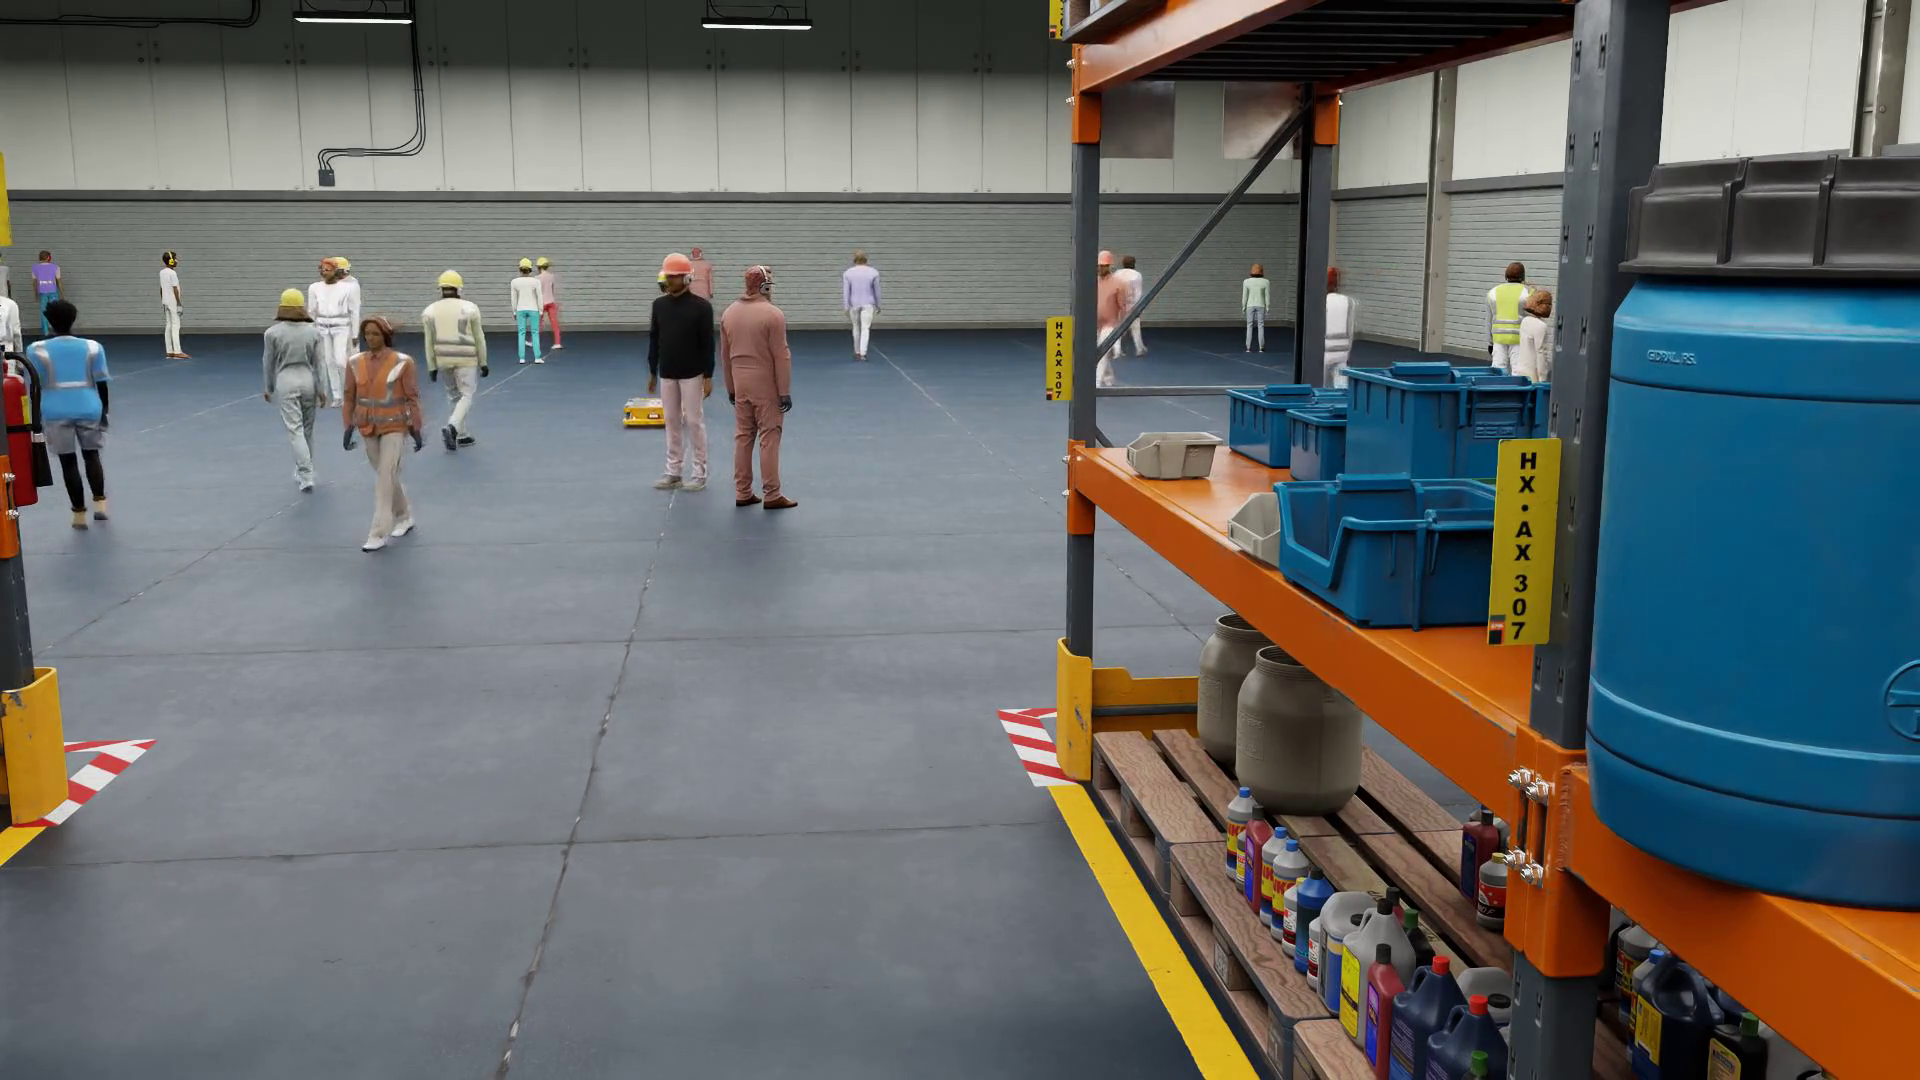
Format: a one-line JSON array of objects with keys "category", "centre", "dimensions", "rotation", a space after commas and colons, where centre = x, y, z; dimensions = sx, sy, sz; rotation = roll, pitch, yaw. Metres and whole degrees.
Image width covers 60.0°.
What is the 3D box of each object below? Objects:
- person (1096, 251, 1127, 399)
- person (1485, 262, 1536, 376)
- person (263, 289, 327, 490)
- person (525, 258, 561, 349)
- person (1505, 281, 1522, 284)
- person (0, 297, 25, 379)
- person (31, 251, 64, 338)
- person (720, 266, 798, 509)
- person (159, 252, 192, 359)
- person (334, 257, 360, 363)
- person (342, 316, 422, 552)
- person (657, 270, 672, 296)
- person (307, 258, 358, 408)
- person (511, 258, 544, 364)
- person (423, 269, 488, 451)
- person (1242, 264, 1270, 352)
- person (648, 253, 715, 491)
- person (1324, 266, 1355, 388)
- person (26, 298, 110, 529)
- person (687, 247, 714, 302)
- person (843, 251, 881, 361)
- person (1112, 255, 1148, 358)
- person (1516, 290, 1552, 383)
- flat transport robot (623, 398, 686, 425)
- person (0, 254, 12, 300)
[{"category": "person", "centre": [1.915, -2.881, 22.230], "dimensions": [0.629, 1.951, 1.003], "rotation": [6, 12, 31]}, {"category": "person", "centre": [6.402, -2.291, 19.274], "dimensions": [0.625, 1.847, 0.429], "rotation": [9, 14, 40]}, {"category": "person", "centre": [-5.644, -1.286, 14.172], "dimensions": [0.487, 1.698, 0.919], "rotation": [-7, 13, -35]}, {"category": "person", "centre": [-7.973, -4.503, 31.729], "dimensions": [0.890, 1.724, 0.545], "rotation": [7, 13, 35]}, {"category": "person", "centre": [6.924, -2.424, 20.655], "dimensions": [0.528, 1.610, 0.797], "rotation": [-7, 13, -35]}, {"category": "person", "centre": [-9.240, -1.693, 15.887], "dimensions": [0.573, 1.882, 0.983], "rotation": [-8, 13, -38]}, {"category": "person", "centre": [-19.325, -5.203, 35.254], "dimensions": [0.563, 1.838, 0.388], "rotation": [-3, 11, -15]}, {"category": "person", "centre": [-1.567, -1.198, 13.108], "dimensions": [0.652, 1.906, 0.405], "rotation": [7, 13, 35]}, {"category": "person", "centre": [-13.848, -4.127, 29.260], "dimensions": [0.519, 1.874, 0.331], "rotation": [8, 13, 37]}, {"category": "person", "centre": [-9.444, -3.423, 25.533], "dimensions": [0.586, 1.824, 0.403], "rotation": [8, 13, 36]}, {"category": "person", "centre": [-4.022, -0.763, 11.583], "dimensions": [0.529, 1.594, 0.847], "rotation": [2, 10, 10]}, {"category": "person", "centre": [-3.441, -2.395, 20.075], "dimensions": [0.578, 1.750, 0.538], "rotation": [8, 13, 39]}, {"category": "person", "centre": [-7.840, -2.569, 20.741], "dimensions": [0.582, 1.866, 0.509], "rotation": [1, 10, 3]}, {"category": "person", "centre": [-7.268, -3.841, 27.974], "dimensions": [0.527, 1.772, 0.306], "rotation": [0, 10, -2]}, {"category": "person", "centre": [-5.059, -1.793, 16.637], "dimensions": [0.590, 1.810, 0.786], "rotation": [2, 11, 10]}, {"category": "person", "centre": [5.492, -4.300, 30.862], "dimensions": [0.508, 1.632, 0.265], "rotation": [3, 11, 14]}, {"category": "person", "centre": [-2.363, -1.414, 14.051], "dimensions": [0.617, 1.995, 0.386], "rotation": [5, 11, 26]}, {"category": "person", "centre": [3.762, -1.835, 16.789], "dimensions": [0.583, 1.849, 0.944], "rotation": [-3, 11, -18]}, {"category": "person", "centre": [-6.540, -0.924, 12.215], "dimensions": [0.536, 1.680, 0.522], "rotation": [-8, 13, -37]}, {"category": "person", "centre": [-5.611, -5.318, 35.710], "dimensions": [0.636, 1.903, 0.404], "rotation": [-2, 11, -10]}, {"category": "person", "centre": [-1.705, -4.052, 28.849], "dimensions": [0.634, 1.890, 1.040], "rotation": [1, 10, 4]}, {"category": "person", "centre": [2.999, -4.125, 29.453], "dimensions": [0.657, 1.791, 0.941], "rotation": [7, 12, 33]}, {"category": "person", "centre": [5.506, -1.584, 16.002], "dimensions": [0.281, 1.624, 0.510], "rotation": [-1, 10, -3]}, {"category": "flat transport robot", "centre": [-3.519, -1.494, 19.215], "dimensions": [0.652, 0.197, 1.431], "rotation": [-1, 10, -7]}, {"category": "person", "centre": [-19.015, -4.789, 32.896], "dimensions": [0.328, 1.872, 0.513], "rotation": [5, 12, 27]}]
